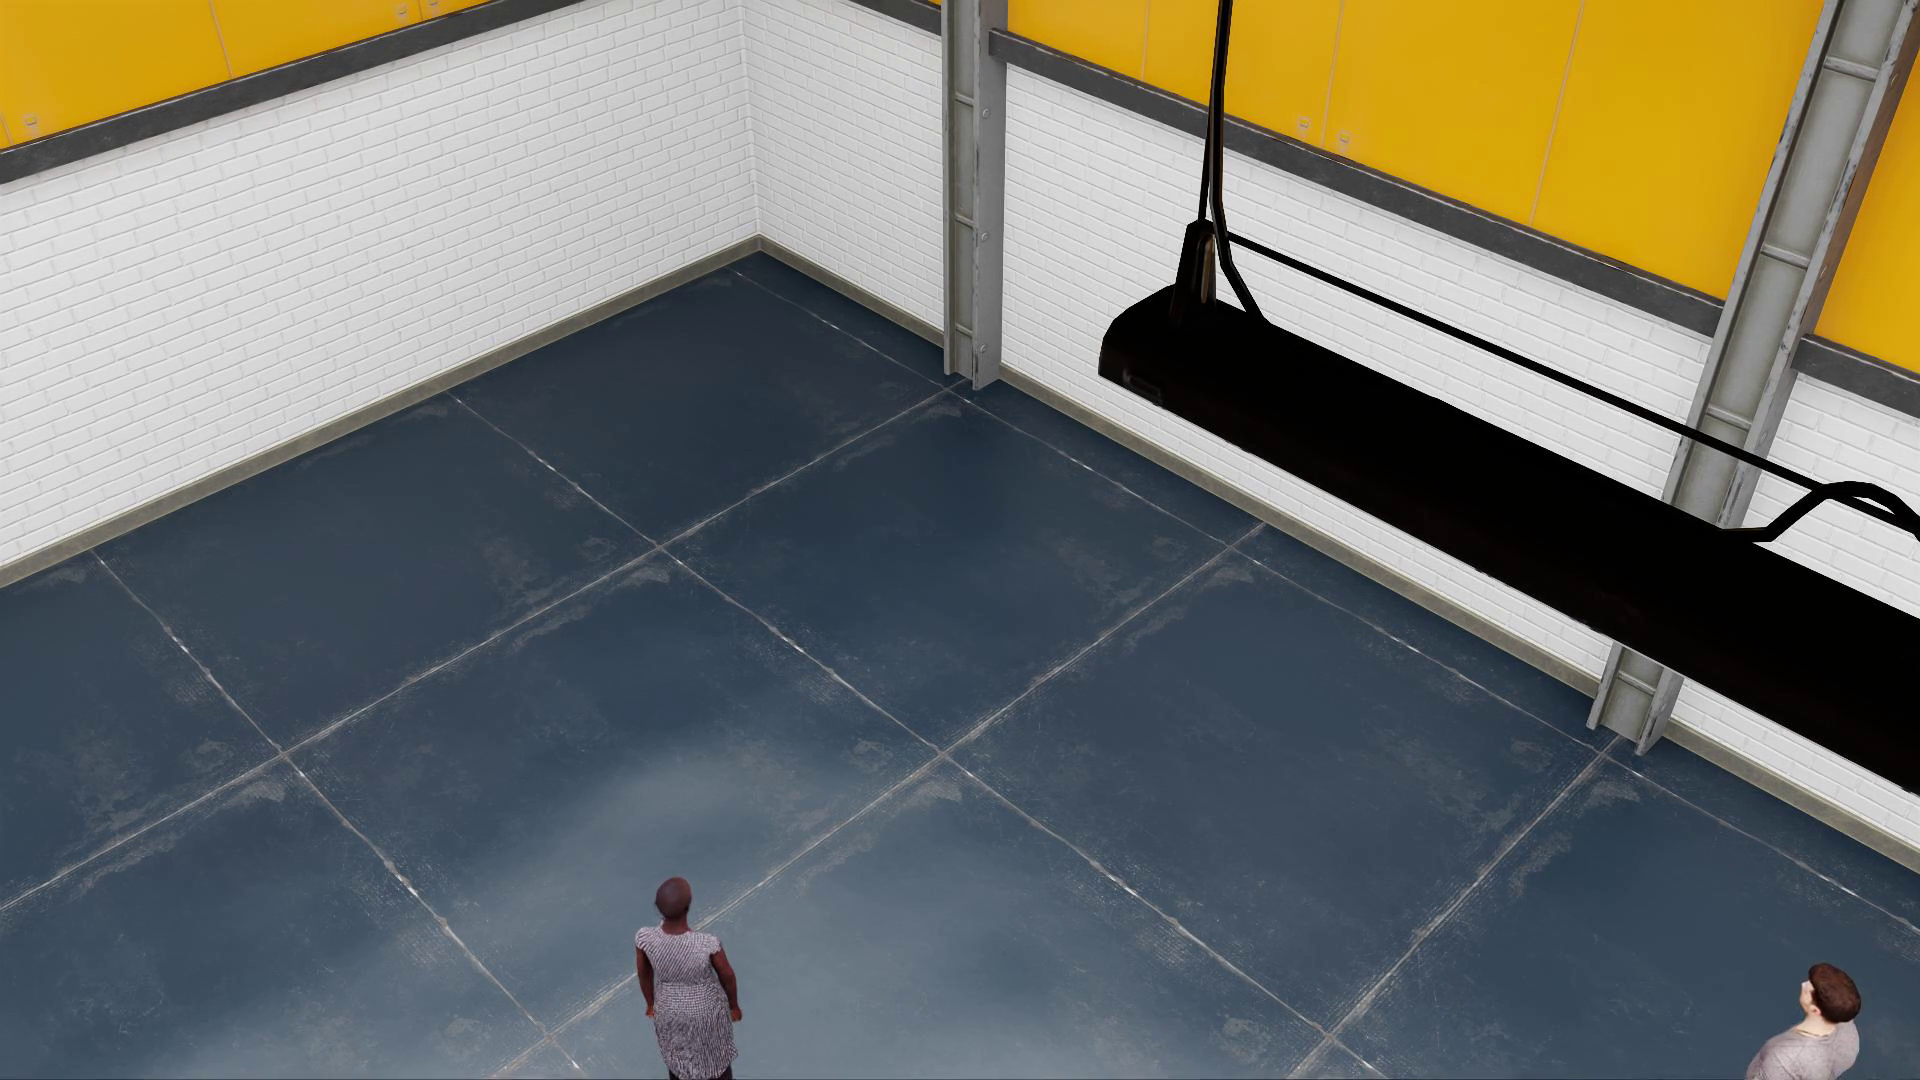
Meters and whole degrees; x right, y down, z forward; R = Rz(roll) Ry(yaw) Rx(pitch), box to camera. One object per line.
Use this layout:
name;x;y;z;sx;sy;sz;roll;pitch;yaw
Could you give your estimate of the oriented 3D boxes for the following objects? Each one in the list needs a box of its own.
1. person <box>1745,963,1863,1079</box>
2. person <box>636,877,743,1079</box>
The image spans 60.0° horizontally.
person;3.765;2.679;7.557;0.858;1.877;1.271;-22;44;-26
person;-1.314;2.293;8.111;0.688;1.788;0.765;3;39;3
